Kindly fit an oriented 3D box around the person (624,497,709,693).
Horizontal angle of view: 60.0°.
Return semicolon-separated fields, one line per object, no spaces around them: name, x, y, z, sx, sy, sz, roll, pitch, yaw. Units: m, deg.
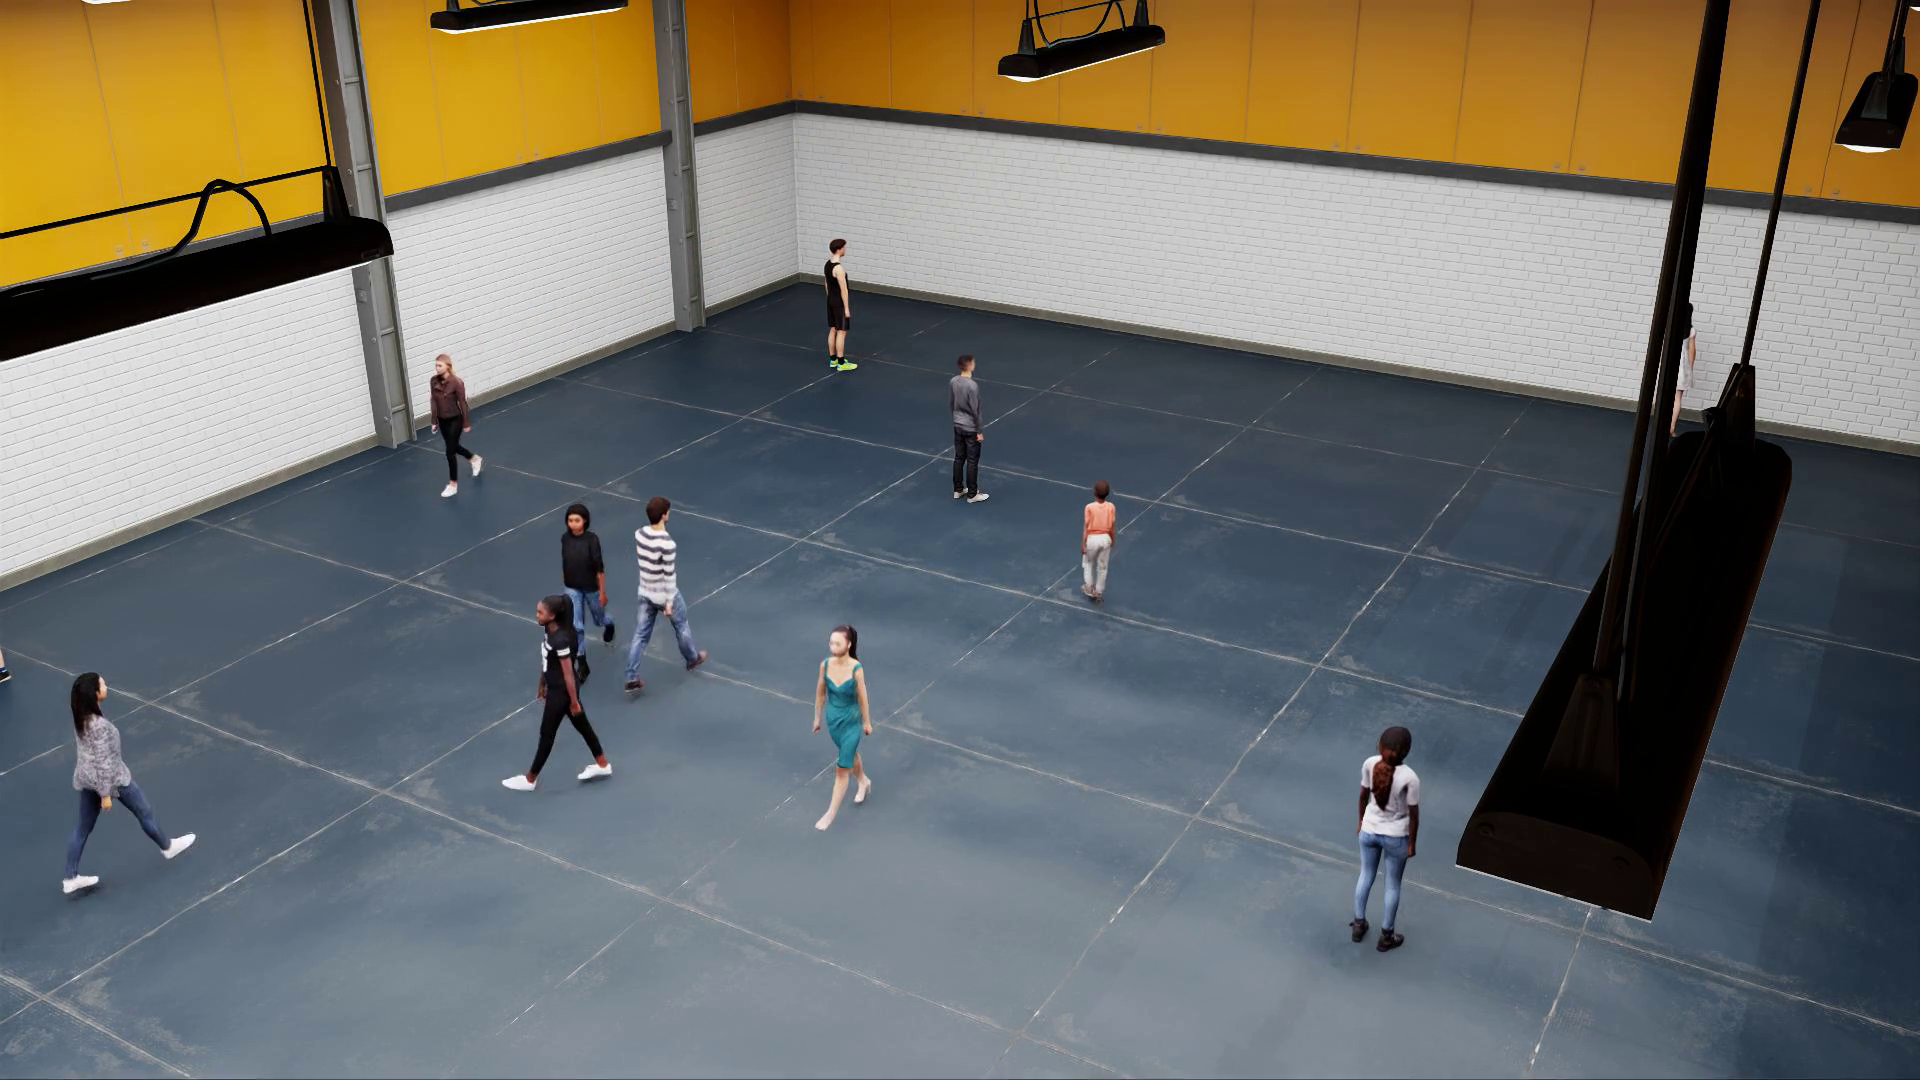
person;-2.801;0.537;15.006;0.637;1.801;1.191;13;27;28

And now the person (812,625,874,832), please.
person;-0.872;1.432;13.154;0.588;1.644;1.025;12;26;26

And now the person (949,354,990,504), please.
person;0.082;-1.303;19.265;0.669;1.761;0.627;22;32;40

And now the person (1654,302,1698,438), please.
person;9.131;-2.179;21.252;0.687;1.773;0.680;18;29;35

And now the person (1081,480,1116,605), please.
person;1.406;0.034;16.779;0.655;1.302;0.717;-3;24;-7

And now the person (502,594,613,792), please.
person;-3.142;1.240;13.540;1.192;1.687;1.057;-9;25;-21

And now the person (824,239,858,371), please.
person;-1.749;-3.388;23.872;0.756;1.890;0.780;-14;27;-29

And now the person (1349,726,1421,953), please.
person;2.965;2.064;11.612;0.619;1.720;0.562;18;30;36

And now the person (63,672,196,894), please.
person;-6.384;1.824;12.215;0.713;1.678;1.211;16;29;33

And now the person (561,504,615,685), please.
person;-3.448;0.436;15.398;0.873;1.671;1.133;2;24;4

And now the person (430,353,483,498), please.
person;-5.948;-1.401;19.594;0.691;1.676;1.095;10;25;21
